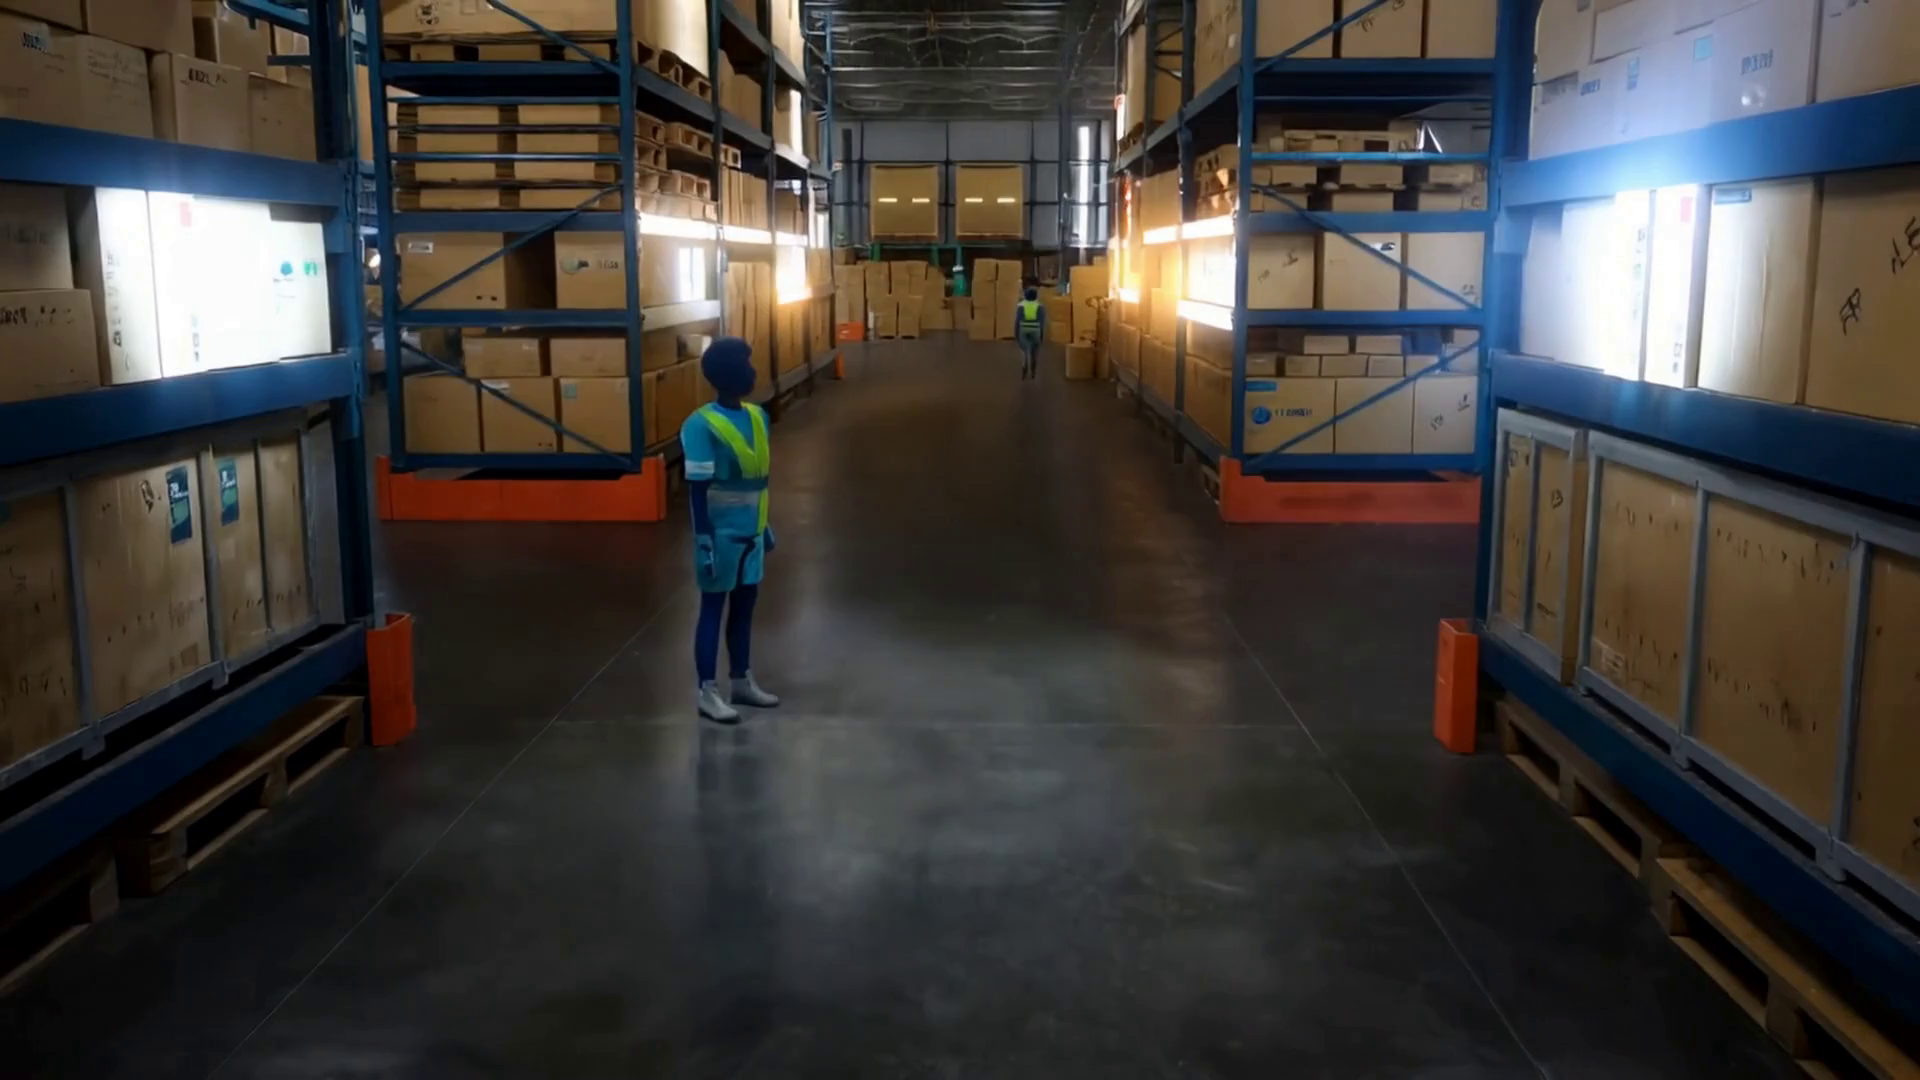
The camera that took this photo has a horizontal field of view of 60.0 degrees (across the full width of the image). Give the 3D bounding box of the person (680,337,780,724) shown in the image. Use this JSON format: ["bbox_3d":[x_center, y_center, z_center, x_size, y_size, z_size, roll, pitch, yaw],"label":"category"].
[{"bbox_3d":[-1.013,-0.049,7.392,0.316,1.698,0.540,5,11,29],"label":"person"}]

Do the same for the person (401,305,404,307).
[{"bbox_3d":[-18.327,-8.131,55.279,1.037,1.883,0.634,-2,10,-13],"label":"person"}]

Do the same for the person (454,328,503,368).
[{"bbox_3d":[-6.041,-2.383,20.866,0.603,1.875,0.988,1,10,4],"label":"person"}]

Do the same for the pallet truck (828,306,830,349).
[{"bbox_3d":[-3.100,-3.940,29.800,1.885,1.965,0.823,3,10,19],"label":"pallet truck"}]

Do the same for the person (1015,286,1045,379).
[{"bbox_3d":[1.206,-3.563,28.668,0.524,1.618,0.631,0,9,2],"label":"person"}]

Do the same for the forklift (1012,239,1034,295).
[{"bbox_3d":[2.148,-8.962,57.243,1.873,2.768,1.129,-5,11,-27],"label":"forklift"}]

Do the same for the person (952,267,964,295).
[{"bbox_3d":[-0.033,-8.795,59.279,1.031,1.869,0.555,6,11,33],"label":"person"}]

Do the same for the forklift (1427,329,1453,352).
[{"bbox_3d":[10.525,-5.727,37.864,1.129,2.768,1.873,-8,12,-39],"label":"forklift"}]
